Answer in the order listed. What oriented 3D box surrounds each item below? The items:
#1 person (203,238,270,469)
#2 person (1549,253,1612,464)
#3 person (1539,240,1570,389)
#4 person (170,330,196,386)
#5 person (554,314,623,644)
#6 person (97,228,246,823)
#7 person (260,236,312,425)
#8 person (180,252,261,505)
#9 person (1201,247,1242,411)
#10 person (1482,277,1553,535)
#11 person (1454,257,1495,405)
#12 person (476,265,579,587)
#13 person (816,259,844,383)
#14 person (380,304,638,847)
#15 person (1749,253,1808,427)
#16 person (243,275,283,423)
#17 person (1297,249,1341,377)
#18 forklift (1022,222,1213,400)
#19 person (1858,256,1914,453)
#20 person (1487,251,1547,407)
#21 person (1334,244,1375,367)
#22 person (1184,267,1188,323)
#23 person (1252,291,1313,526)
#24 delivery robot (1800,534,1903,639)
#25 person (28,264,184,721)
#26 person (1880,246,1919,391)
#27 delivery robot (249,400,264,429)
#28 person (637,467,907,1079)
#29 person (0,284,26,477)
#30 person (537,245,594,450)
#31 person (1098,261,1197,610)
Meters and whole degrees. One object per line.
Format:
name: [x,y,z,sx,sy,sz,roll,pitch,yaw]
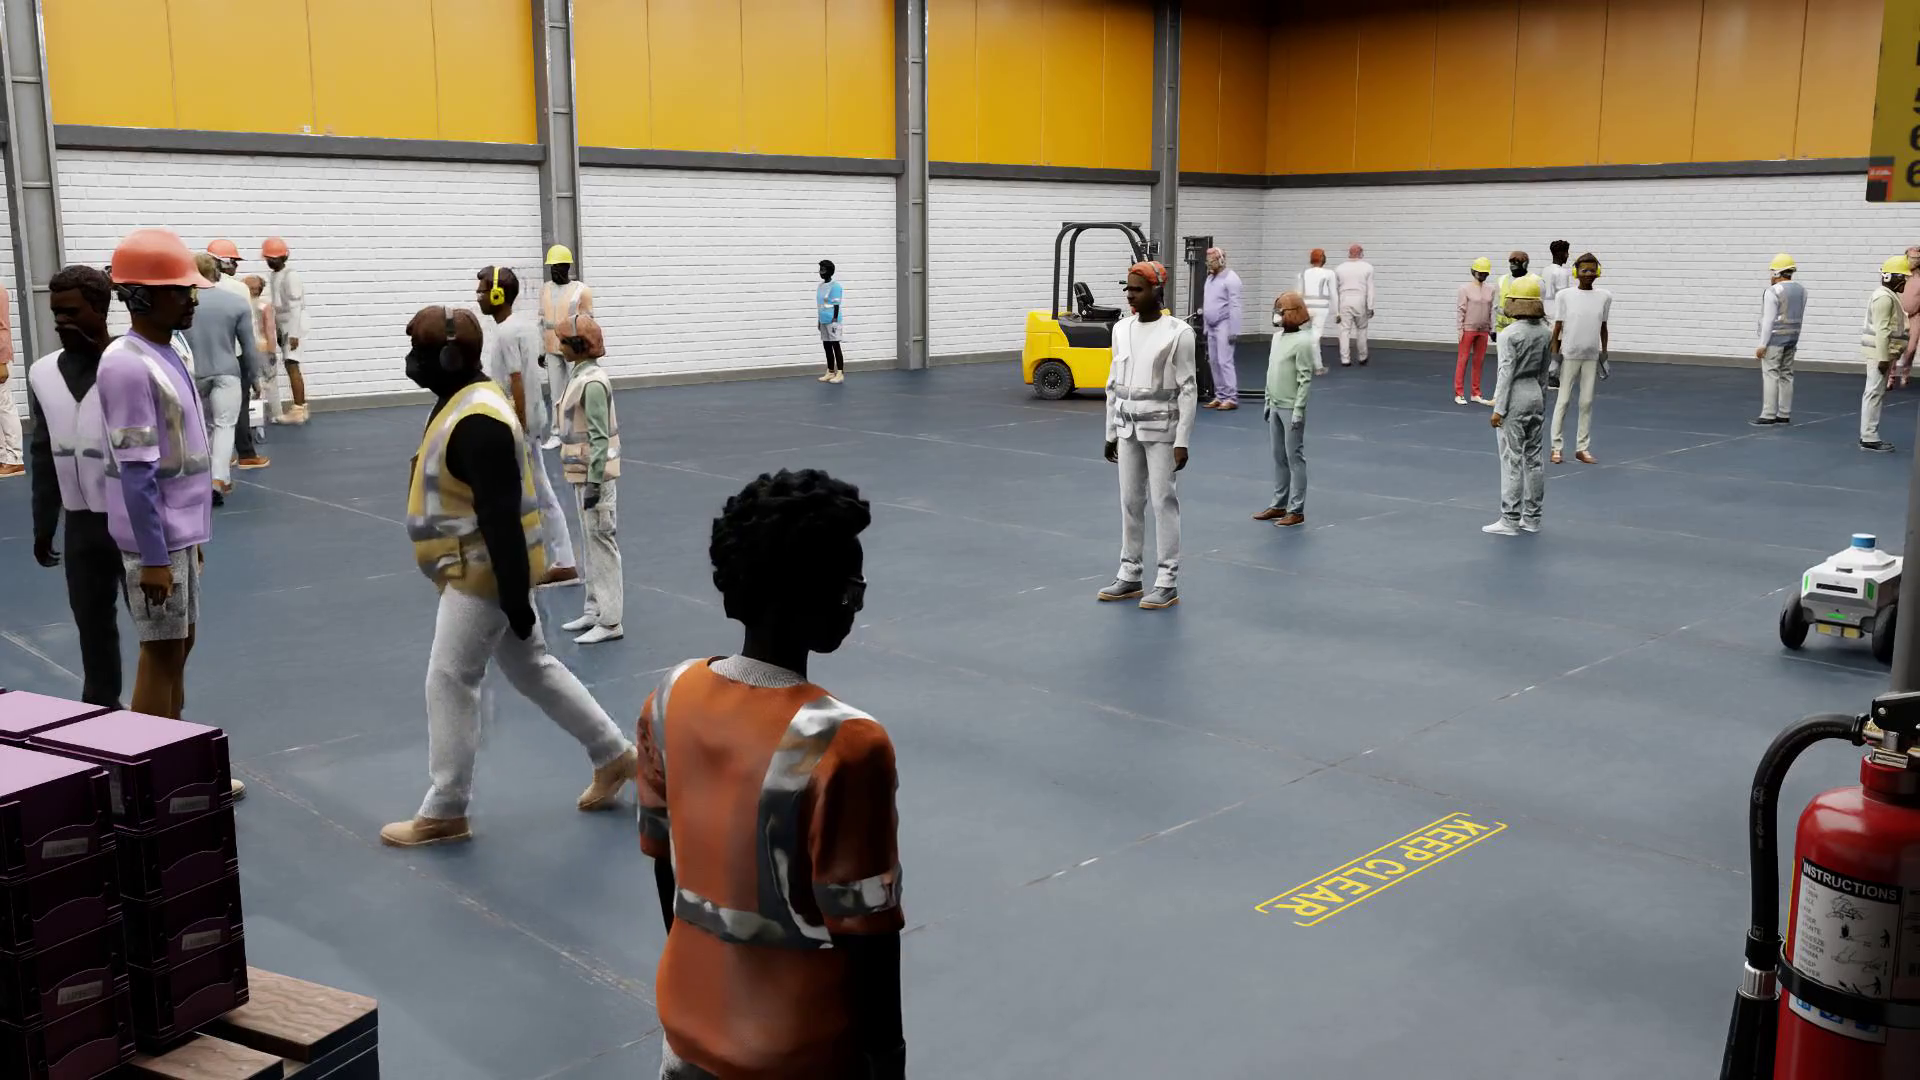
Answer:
person: [-6.358,-1.607,14.440,0.614,1.990,0.392,3,11,16]
person: [5.507,-1.605,14.767,0.534,1.868,0.309,0,10,2]
person: [7.846,-2.972,21.952,0.368,1.966,0.603,-2,11,-11]
person: [-5.568,-0.937,11.779,0.310,1.631,0.510,-2,11,-11]
person: [-1.847,-0.304,8.304,0.312,1.638,0.512,-4,11,-20]
person: [-2.682,-0.026,5.679,0.389,2.041,0.614,-3,11,-15]
person: [-7.227,-2.237,17.832,0.490,2.011,0.663,-9,14,-41]
person: [-5.679,-1.225,12.637,0.644,1.903,0.951,-3,11,-15]
person: [3.011,-2.444,19.305,0.400,1.888,0.661,-4,11,-18]
person: [3.786,-0.905,11.290,0.494,1.743,0.307,-7,12,-33]
person: [6.199,-2.504,19.974,0.523,1.760,0.325,-4,11,-20]
person: [-2.603,-0.623,9.464,0.858,1.841,0.572,-1,10,-5]
person: [-1.801,-3.004,22.876,0.320,1.691,0.534,-7,13,-34]
person: [-1.508,0.107,5.624,0.884,1.813,0.631,-3,11,-16]
person: [8.662,-2.110,17.620,0.599,1.830,0.404,-6,12,-28]
person: [-7.507,-2.010,17.674,0.535,1.609,0.768,3,11,17]
person: [5.094,-3.256,23.882,0.587,1.840,0.984,10,14,44]
forklift: [1.935,-2.847,20.651,2.313,2.155,1.214,2,11,13]
person: [8.696,-1.745,15.643,0.404,1.827,0.590,6,12,29]
person: [6.527,-2.466,19.536,0.430,1.844,0.624,-10,14,-43]
person: [6.142,-3.639,25.841,0.679,1.864,0.933,5,12,26]
person: [3.942,-3.876,27.140,0.807,1.872,0.645,-8,13,-36]
person: [2.280,-0.914,11.643,0.273,1.632,0.503,-3,11,-18]
delivery robot: [4.422,0.214,8.173,0.477,0.478,0.707,10,15,44]
person: [-3.241,-0.081,6.337,0.605,1.915,0.411,2,11,10]
person: [12.226,-2.861,21.580,0.700,1.881,0.428,7,12,33]
delivery robot: [-7.042,-1.211,15.945,0.477,0.478,0.707,5,11,24]
person: [-0.264,0.735,2.478,0.318,1.694,0.539,-10,14,-43]
person: [-8.188,-1.518,13.977,0.614,1.987,0.407,7,12,32]
person: [-3.722,-1.798,15.657,0.585,1.929,0.375,4,11,19]
person: [1.019,-0.565,9.061,0.337,1.878,0.584,-9,14,-42]
